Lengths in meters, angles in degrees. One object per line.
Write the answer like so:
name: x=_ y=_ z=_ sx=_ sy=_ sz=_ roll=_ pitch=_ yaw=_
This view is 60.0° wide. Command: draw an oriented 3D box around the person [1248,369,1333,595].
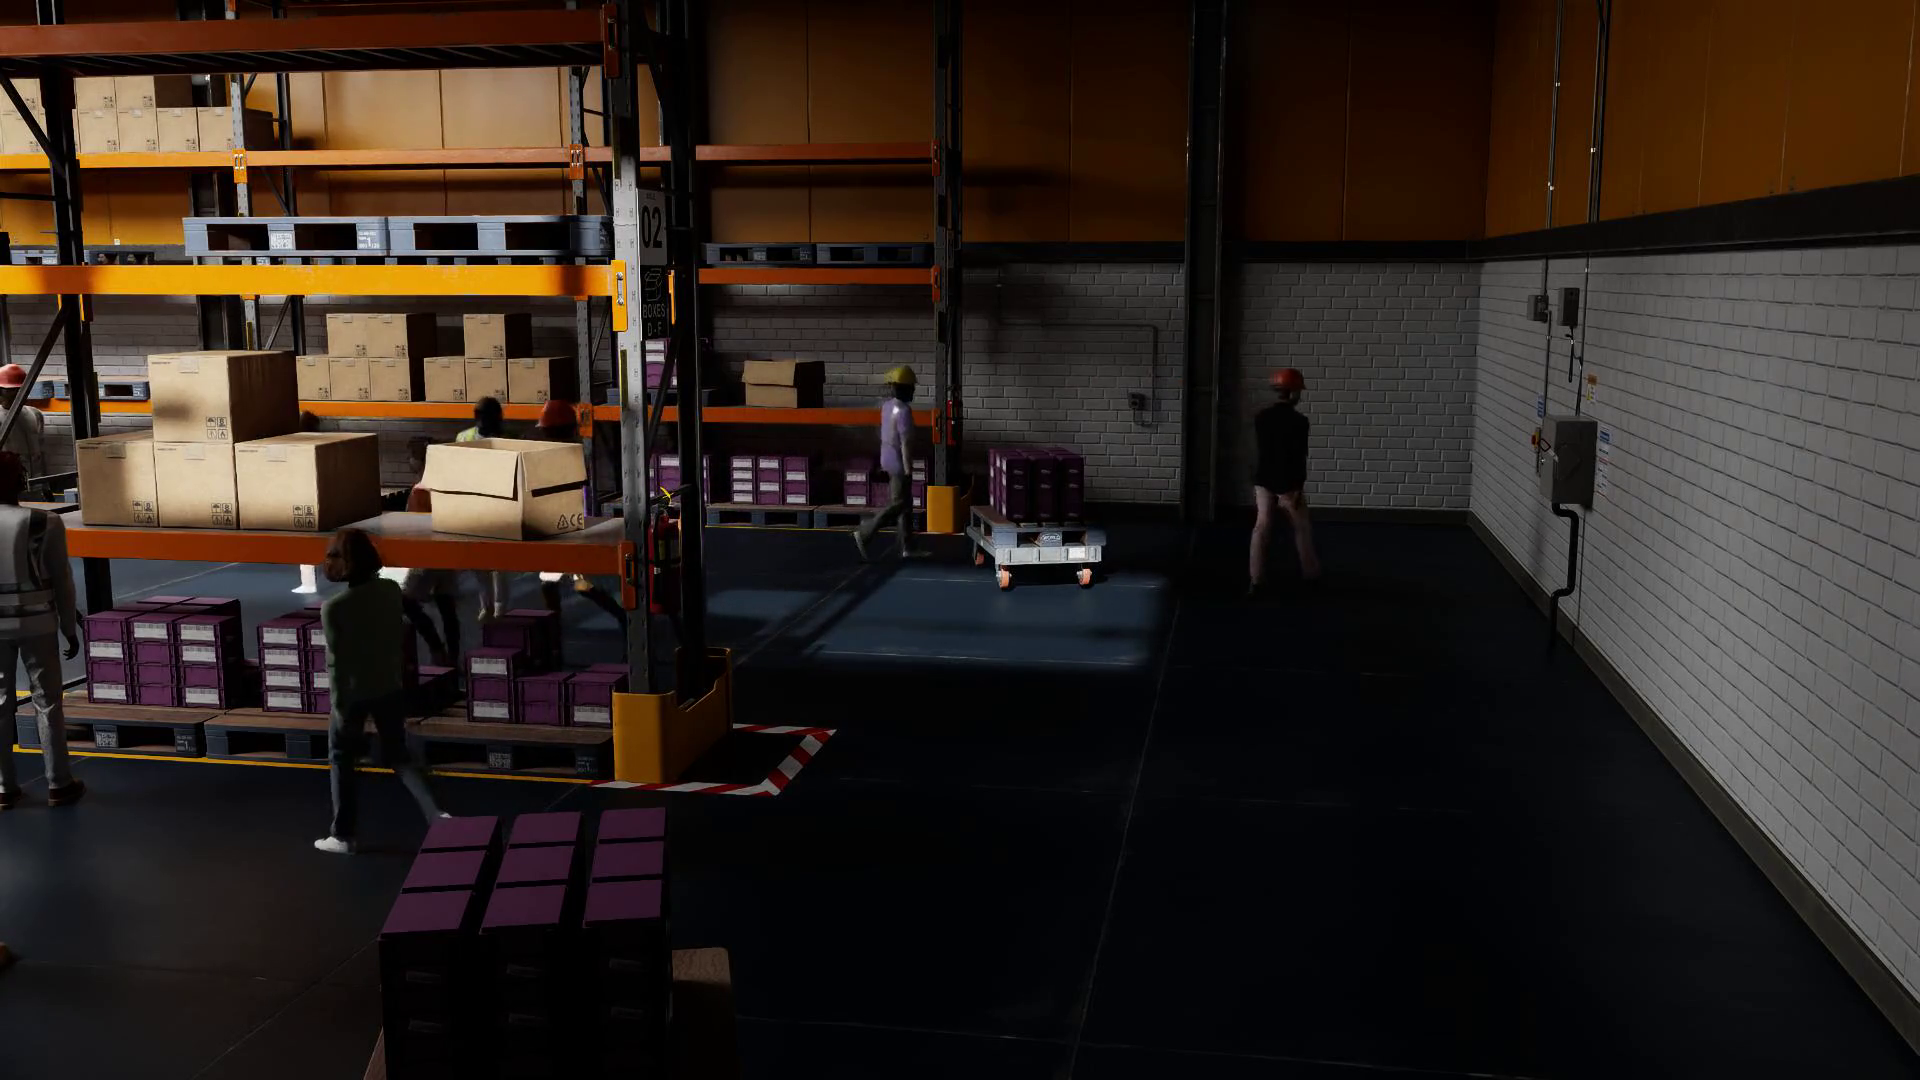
person: x=2.883 y=-0.509 z=14.521 sx=0.954 sy=1.955 sz=0.616 roll=-8 pitch=12 yaw=-40

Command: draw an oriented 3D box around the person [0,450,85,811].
person: x=-4.898 y=0.470 z=8.655 sx=0.574 sy=1.885 sz=0.356 roll=-2 pitch=9 yaw=-14

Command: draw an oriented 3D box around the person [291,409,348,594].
person: x=-5.551 y=-0.324 z=14.416 sx=0.515 sy=1.622 sz=0.521 roll=2 pitch=9 yaw=14

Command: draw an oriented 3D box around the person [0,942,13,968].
person: x=-4.144 y=0.737 z=6.510 sx=0.682 sy=2.000 sz=0.536 roll=0 pitch=9 yaw=-2

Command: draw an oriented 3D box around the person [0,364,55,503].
person: x=-7.802 y=-0.440 z=13.813 sx=0.374 sy=2.039 sz=0.616 roll=3 pitch=10 yaw=19

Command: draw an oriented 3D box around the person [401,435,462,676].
person: x=-3.626 y=0.126 z=11.399 sx=0.375 sy=1.686 sz=0.535 roll=1 pitch=9 yaw=8

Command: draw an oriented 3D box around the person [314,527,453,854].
person: x=-2.762 y=0.734 z=7.875 sx=0.728 sy=1.606 sz=0.499 roll=5 pitch=11 yaw=29

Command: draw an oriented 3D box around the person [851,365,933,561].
person: x=-0.669 y=-0.735 z=16.083 sx=0.795 sy=1.907 sz=0.599 roll=-3 pitch=10 yaw=-20

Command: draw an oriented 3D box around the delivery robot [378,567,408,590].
delivery robot: x=-4.731 y=0.181 z=14.269 sx=0.477 sy=0.478 sz=0.707 roll=0 pitch=9 yaw=-3

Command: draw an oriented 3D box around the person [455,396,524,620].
person: x=-3.712 y=-0.222 z=13.135 sx=0.636 sy=1.846 sz=0.506 roll=2 pitch=9 yaw=13

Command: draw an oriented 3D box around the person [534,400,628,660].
person: x=-2.689 y=-0.041 z=11.773 sx=0.865 sy=1.912 sz=0.555 roll=1 pitch=9 yaw=5
